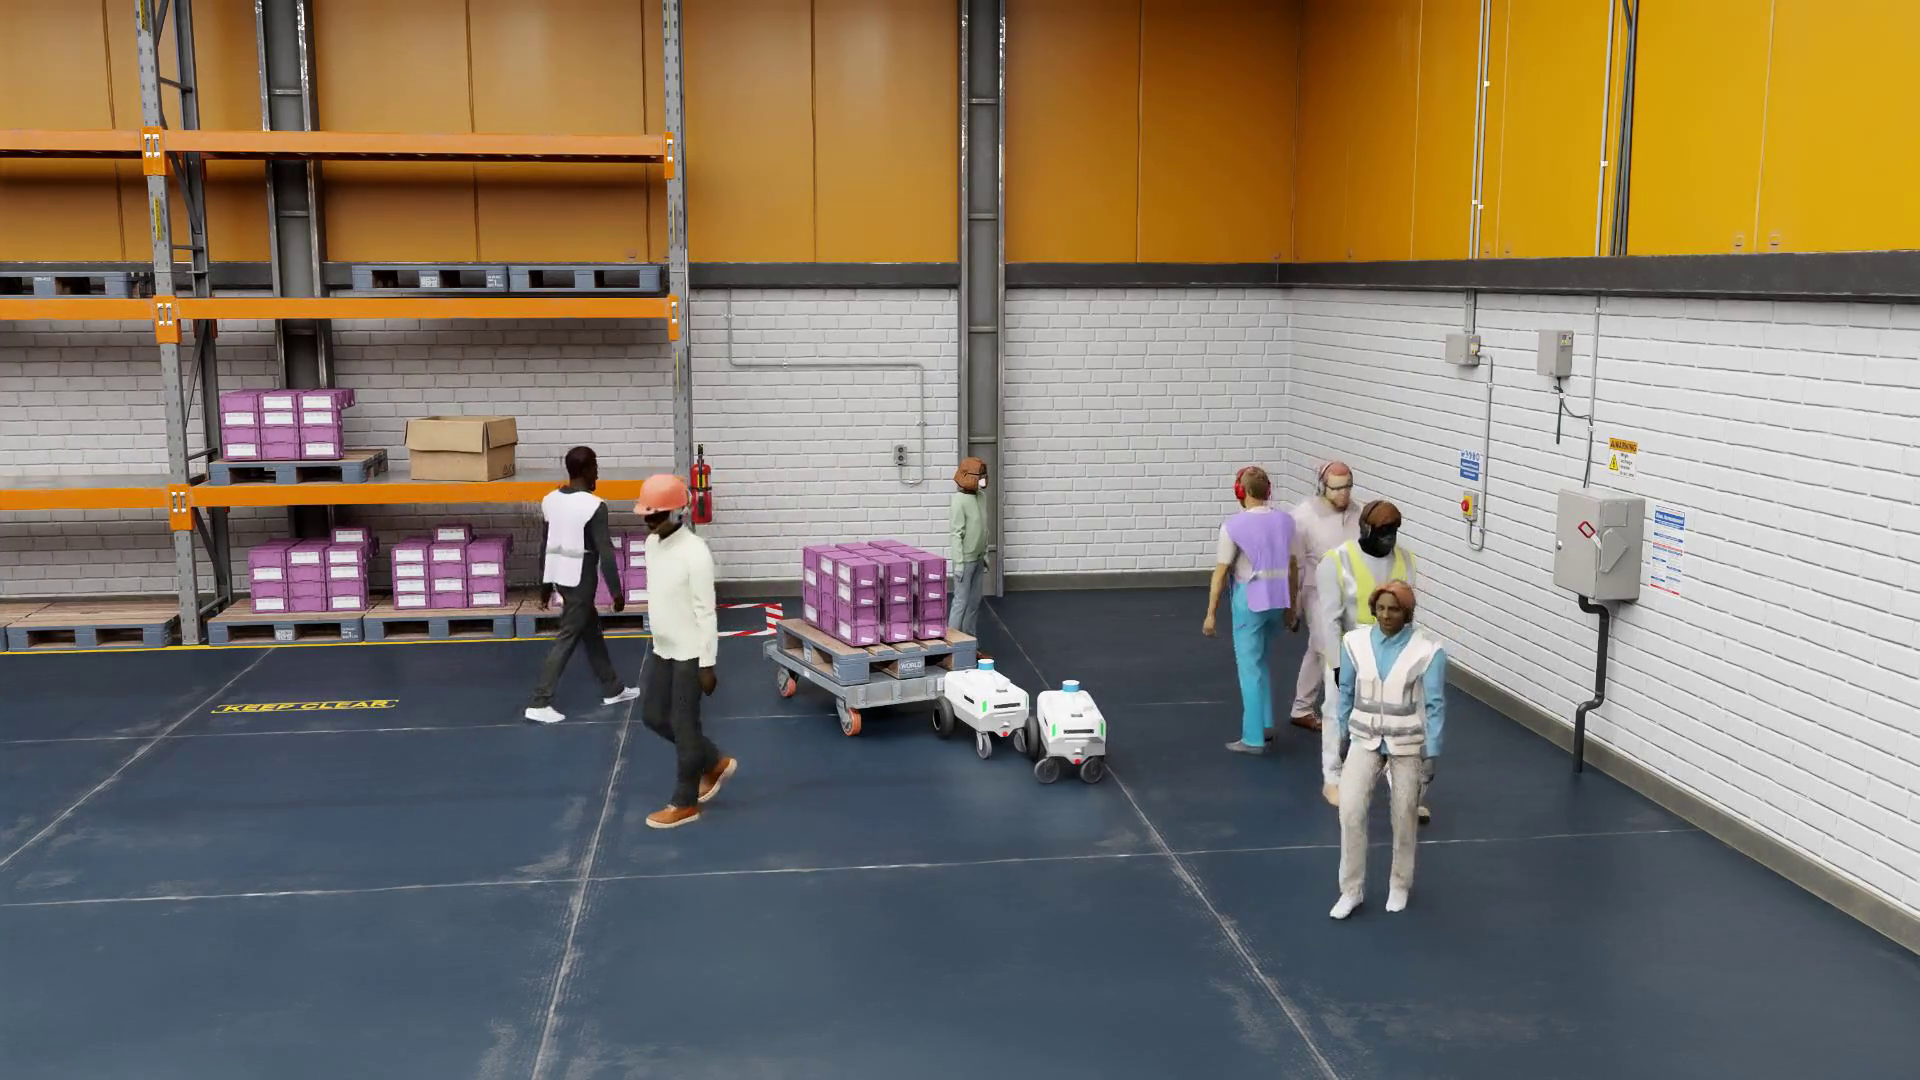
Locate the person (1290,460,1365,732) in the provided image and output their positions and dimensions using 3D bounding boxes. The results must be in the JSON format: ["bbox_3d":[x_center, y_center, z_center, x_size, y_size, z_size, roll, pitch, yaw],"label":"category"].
[{"bbox_3d":[2.444,0.412,10.645,0.659,1.837,1.020,-6,11,-33],"label":"person"}]

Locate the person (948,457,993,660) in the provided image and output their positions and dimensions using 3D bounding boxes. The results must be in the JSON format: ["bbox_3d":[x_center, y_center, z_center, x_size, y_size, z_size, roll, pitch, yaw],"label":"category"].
[{"bbox_3d":[0.079,0.165,12.890,0.280,1.624,0.493,4,10,26],"label":"person"}]

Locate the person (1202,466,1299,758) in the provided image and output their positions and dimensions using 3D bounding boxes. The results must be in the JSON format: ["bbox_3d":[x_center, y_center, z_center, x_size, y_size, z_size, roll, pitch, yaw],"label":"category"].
[{"bbox_3d":[1.855,0.450,10.485,0.607,1.816,0.473,-6,11,-33],"label":"person"}]

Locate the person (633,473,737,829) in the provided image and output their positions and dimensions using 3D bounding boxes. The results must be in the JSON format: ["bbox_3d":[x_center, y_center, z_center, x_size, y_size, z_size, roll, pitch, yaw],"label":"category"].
[{"bbox_3d":[-1.518,0.599,9.098,0.556,1.968,0.639,-7,12,-38],"label":"person"}]

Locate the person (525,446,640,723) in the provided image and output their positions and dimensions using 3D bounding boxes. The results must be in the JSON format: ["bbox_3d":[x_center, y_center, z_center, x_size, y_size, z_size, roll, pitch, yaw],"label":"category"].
[{"bbox_3d":[-2.619,0.290,11.385,0.609,1.869,1.014,8,12,41],"label":"person"}]

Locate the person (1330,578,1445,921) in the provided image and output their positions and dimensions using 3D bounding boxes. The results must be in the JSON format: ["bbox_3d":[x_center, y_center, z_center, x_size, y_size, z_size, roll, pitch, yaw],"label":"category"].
[{"bbox_3d":[1.980,0.991,7.767,0.526,1.615,0.637,5,11,30],"label":"person"}]

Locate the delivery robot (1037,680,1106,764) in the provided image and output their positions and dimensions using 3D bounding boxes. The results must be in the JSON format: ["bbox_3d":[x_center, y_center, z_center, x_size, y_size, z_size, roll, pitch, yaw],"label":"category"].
[{"bbox_3d":[0.672,1.098,10.101,0.477,0.478,0.707,-1,9,-4],"label":"delivery robot"}]

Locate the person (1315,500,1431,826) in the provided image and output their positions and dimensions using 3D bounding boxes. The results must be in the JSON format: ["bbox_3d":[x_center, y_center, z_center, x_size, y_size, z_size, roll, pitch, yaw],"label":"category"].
[{"bbox_3d":[2.272,0.680,9.160,0.618,1.784,0.968,-2,9,-11],"label":"person"}]

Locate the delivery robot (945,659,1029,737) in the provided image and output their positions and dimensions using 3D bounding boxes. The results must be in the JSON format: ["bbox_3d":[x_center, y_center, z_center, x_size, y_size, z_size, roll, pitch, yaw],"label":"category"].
[{"bbox_3d":[0.167,1.008,10.661,0.477,0.478,0.707,-3,10,-21],"label":"delivery robot"}]
